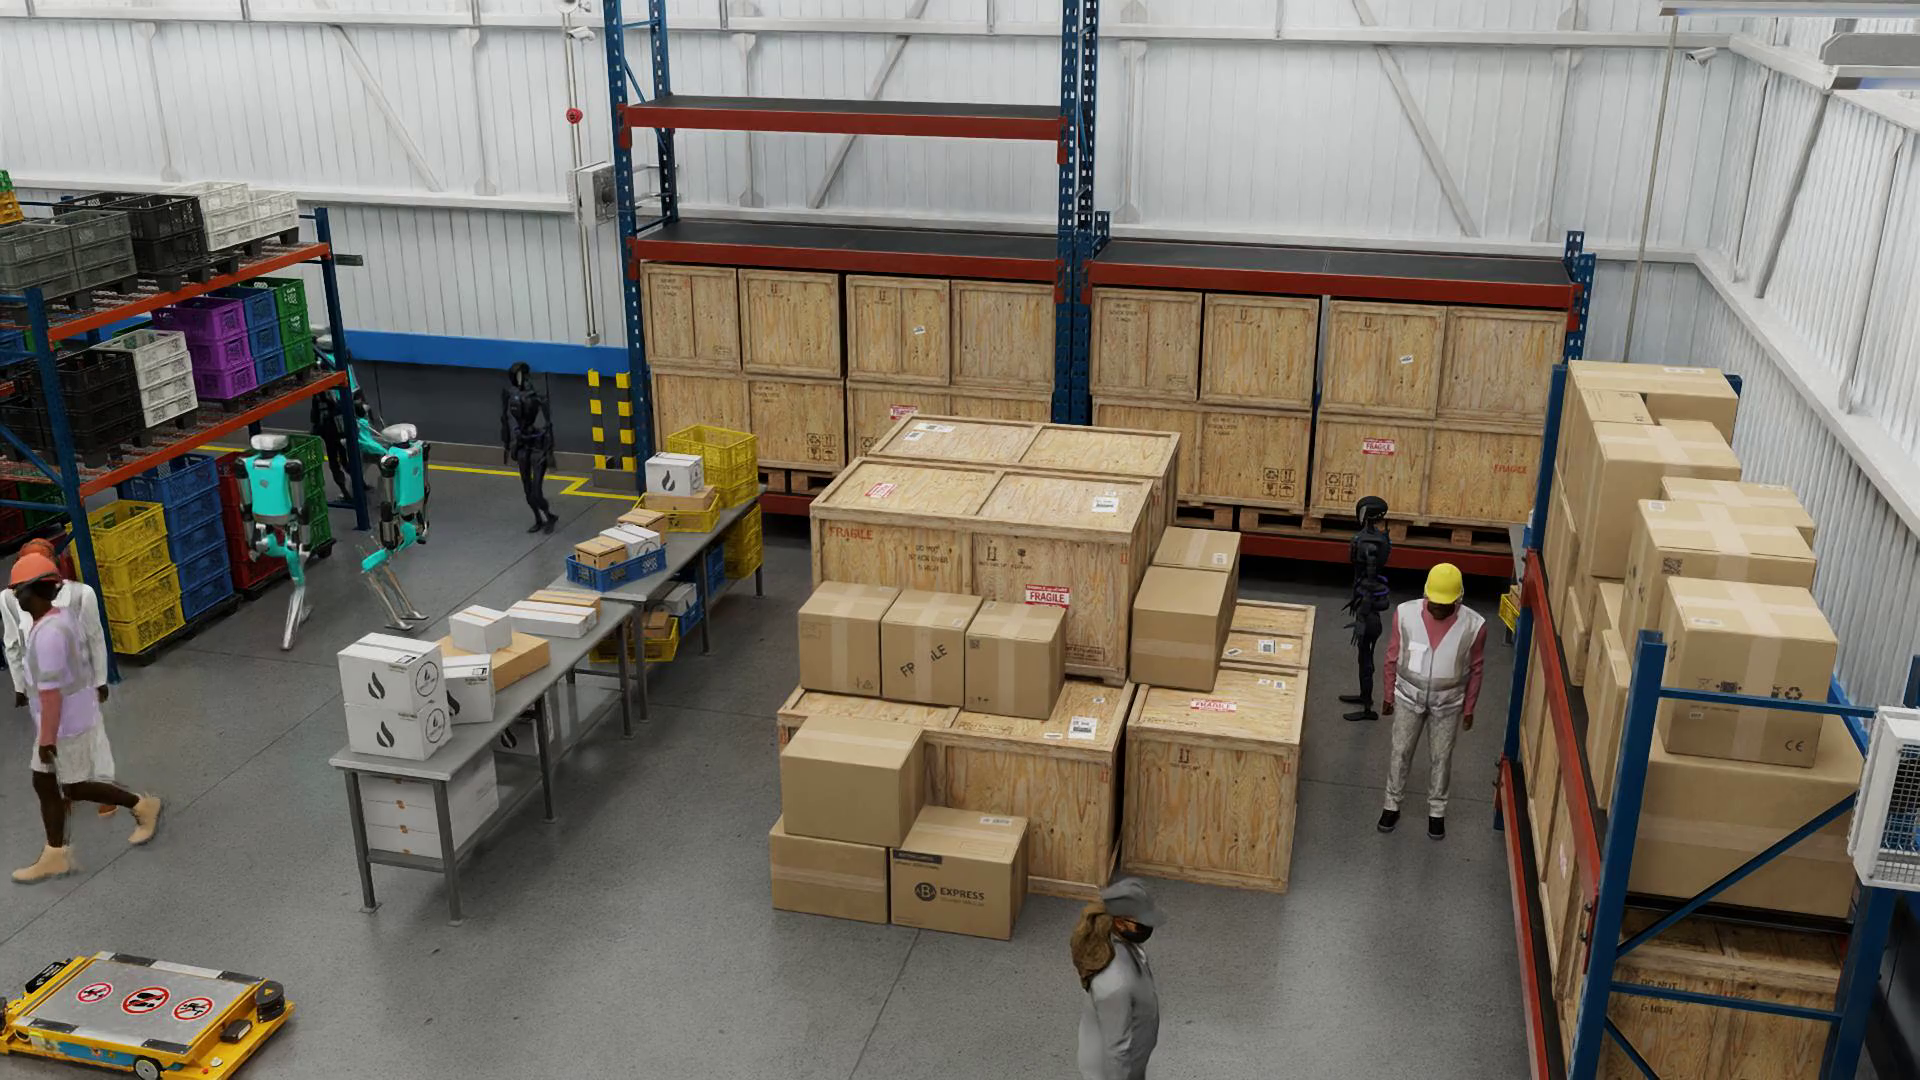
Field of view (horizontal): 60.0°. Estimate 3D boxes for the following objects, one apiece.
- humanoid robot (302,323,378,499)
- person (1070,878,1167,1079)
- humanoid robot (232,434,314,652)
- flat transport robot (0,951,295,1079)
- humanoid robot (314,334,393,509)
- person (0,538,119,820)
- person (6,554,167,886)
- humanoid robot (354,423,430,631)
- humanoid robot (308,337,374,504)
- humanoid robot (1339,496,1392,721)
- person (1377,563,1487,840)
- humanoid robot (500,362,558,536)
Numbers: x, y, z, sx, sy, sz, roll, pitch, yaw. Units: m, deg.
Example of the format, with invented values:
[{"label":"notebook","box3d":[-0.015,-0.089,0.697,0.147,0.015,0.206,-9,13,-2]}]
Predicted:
[{"label":"humanoid robot","box3d":[-5.977,-1.267,16.246,0.690,1.755,0.539,-5,22,-14]},{"label":"person","box3d":[0.657,2.221,7.134,0.396,1.766,0.572,1,21,4]},{"label":"humanoid robot","box3d":[-5.309,-0.060,13.195,0.546,1.774,0.991,1,21,2]},{"label":"flat transport robot","box3d":[-4.270,2.464,8.601,1.431,0.231,0.659,5,22,13]},{"label":"humanoid robot","box3d":[-5.610,-1.063,15.811,0.801,1.797,0.530,3,21,8]},{"label":"person","box3d":[-5.660,0.884,10.474,0.574,1.881,0.356,-5,21,-12]},{"label":"person","box3d":[-5.343,1.052,9.901,0.858,1.968,0.624,-16,26,-35]},{"label":"humanoid robot","box3d":[-4.535,-0.120,13.166,0.737,1.690,0.530,7,22,18]},{"label":"humanoid robot","box3d":[-6.025,-1.147,16.090,0.440,1.639,0.594,4,21,9]},{"label":"humanoid robot","box3d":[2.877,0.476,11.807,0.315,1.657,0.599,3,21,9]},{"label":"person","box3d":[2.902,0.984,10.290,0.585,1.825,0.404,7,22,18]},{"label":"humanoid robot","box3d":[-3.949,-0.847,15.282,0.615,1.645,0.358,10,23,24]}]
